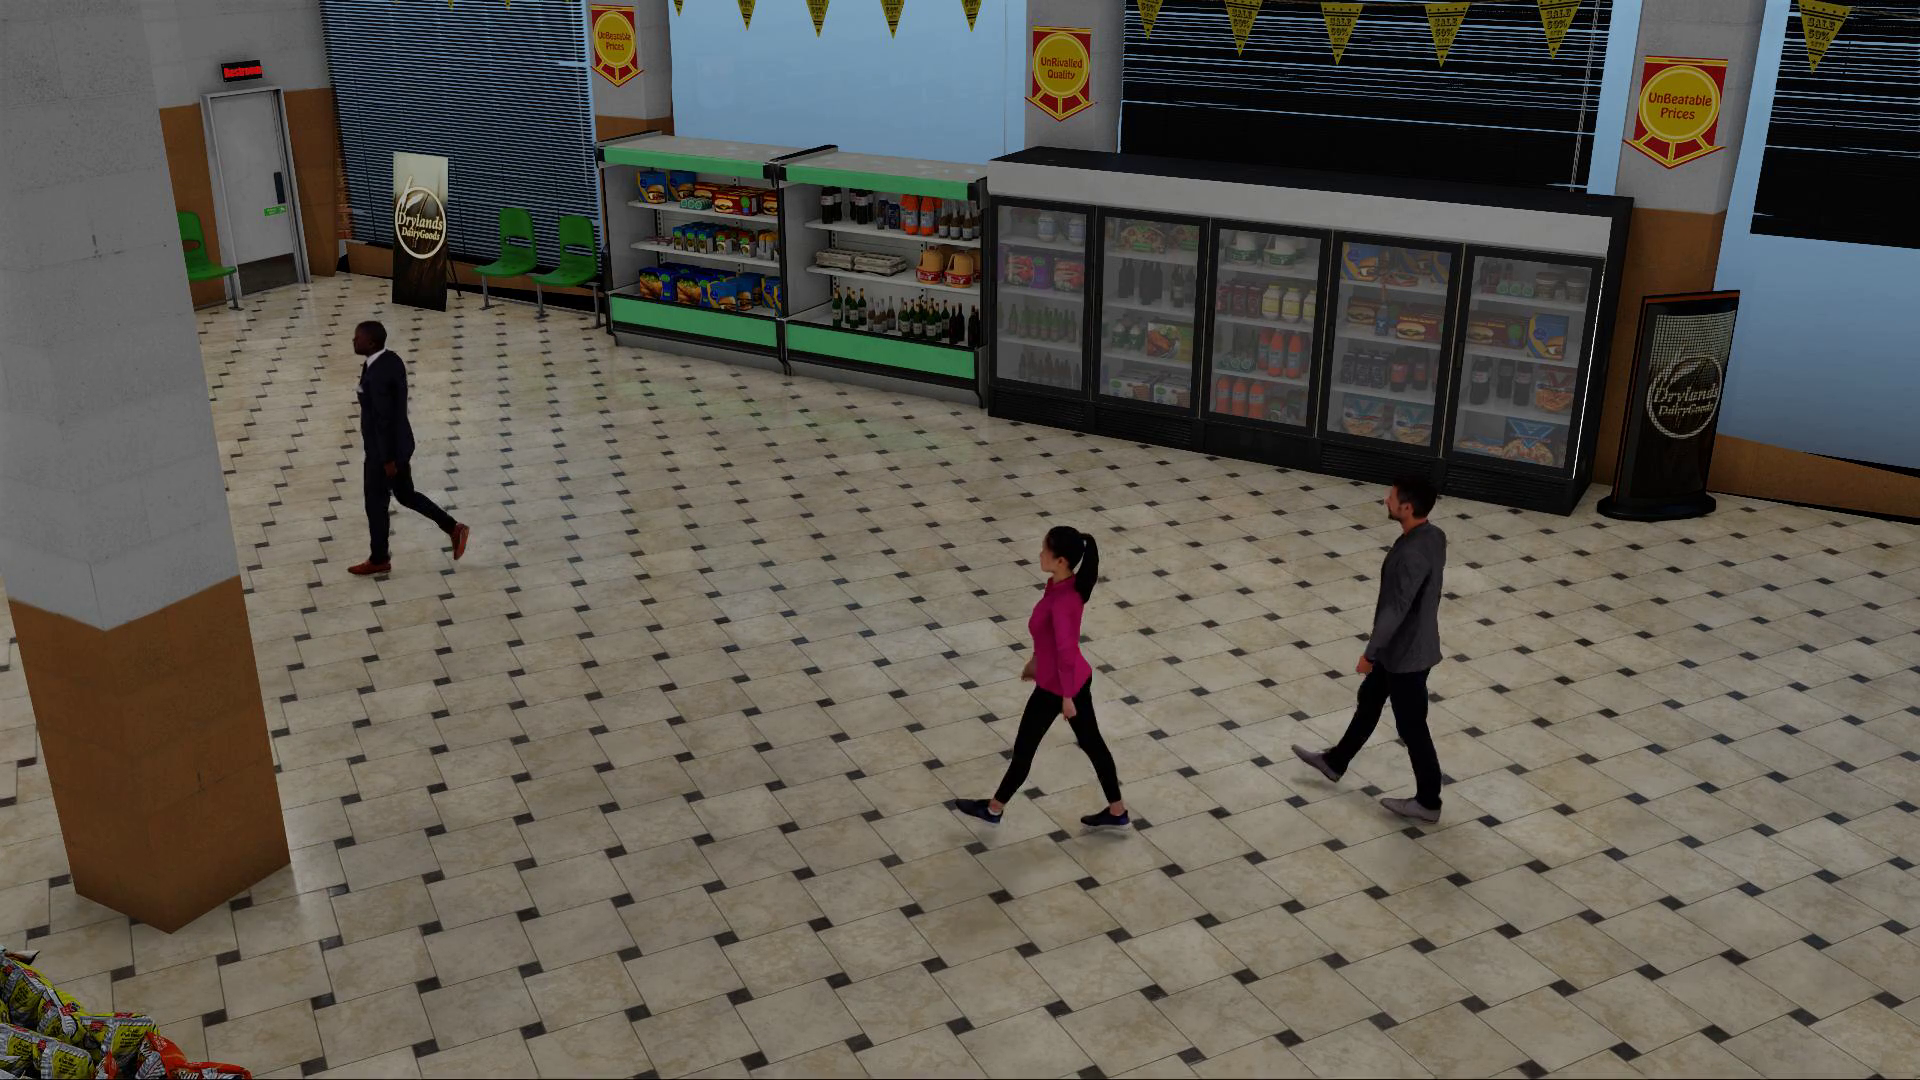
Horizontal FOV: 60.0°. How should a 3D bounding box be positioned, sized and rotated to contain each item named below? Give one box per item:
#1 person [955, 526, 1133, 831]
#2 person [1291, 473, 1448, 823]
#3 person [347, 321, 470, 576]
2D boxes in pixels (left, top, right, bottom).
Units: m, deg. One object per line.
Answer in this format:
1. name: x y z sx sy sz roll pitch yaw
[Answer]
1. person: 0.599 0.741 8.250 1.185 1.652 0.819 5 22 12
2. person: 2.332 0.583 8.394 1.100 1.839 0.796 8 23 19
3. person: -3.852 -0.624 11.450 1.200 1.801 1.045 -1 22 -4
